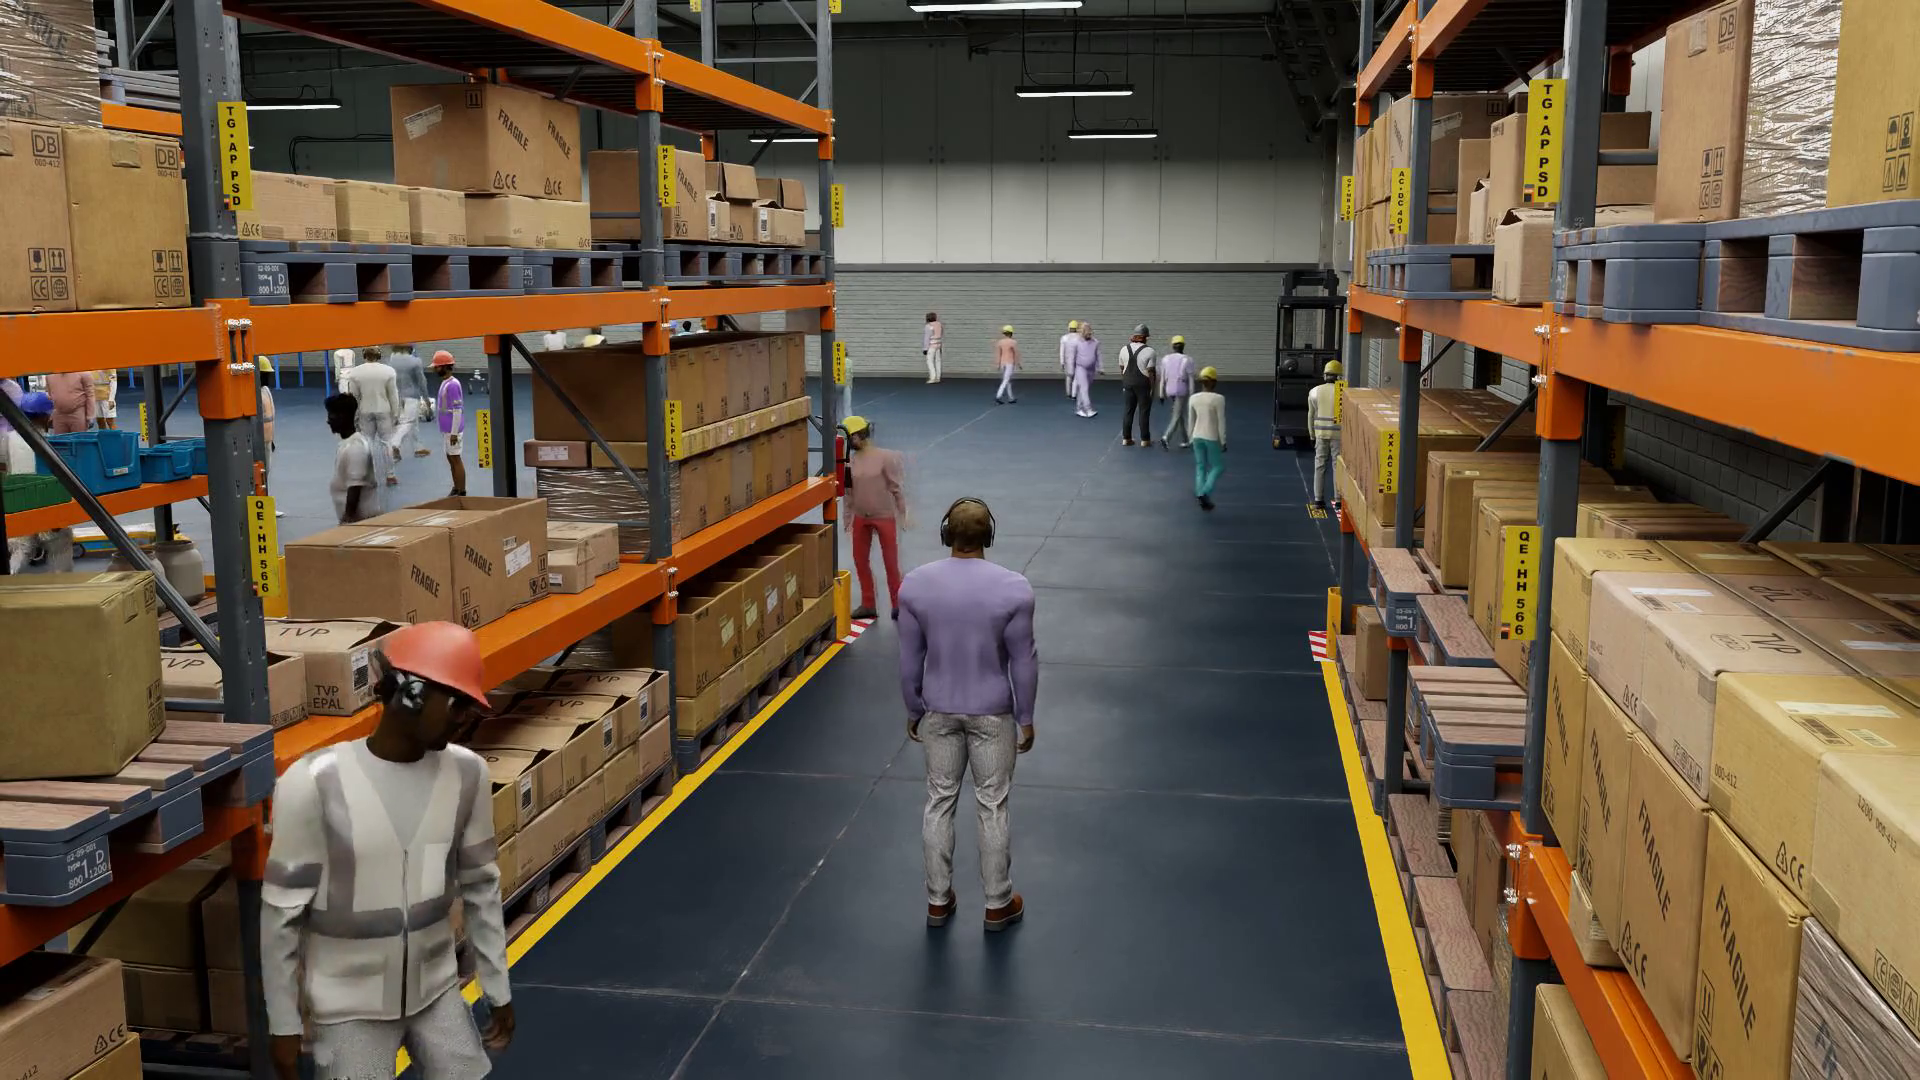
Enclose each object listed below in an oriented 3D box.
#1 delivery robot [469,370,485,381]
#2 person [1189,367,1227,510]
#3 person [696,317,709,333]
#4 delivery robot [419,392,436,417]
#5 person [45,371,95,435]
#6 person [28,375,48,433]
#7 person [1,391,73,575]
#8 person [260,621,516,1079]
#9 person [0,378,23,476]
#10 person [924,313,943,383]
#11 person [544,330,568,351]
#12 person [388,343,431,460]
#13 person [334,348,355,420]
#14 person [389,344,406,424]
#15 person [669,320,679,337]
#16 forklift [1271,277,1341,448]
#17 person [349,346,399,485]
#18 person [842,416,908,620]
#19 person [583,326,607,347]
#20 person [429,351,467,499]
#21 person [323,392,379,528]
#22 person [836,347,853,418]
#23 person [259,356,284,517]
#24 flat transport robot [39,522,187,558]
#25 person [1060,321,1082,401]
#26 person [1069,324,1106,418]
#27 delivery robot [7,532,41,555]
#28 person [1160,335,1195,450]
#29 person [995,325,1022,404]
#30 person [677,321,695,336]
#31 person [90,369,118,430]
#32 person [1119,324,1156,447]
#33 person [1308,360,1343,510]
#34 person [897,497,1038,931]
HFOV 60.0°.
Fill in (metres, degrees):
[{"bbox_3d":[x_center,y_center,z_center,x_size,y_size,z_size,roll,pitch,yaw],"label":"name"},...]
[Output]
[{"bbox_3d":[-11.518,-3.931,39.672,0.335,0.223,0.698,-4,10,-24],"label":"delivery robot"},{"bbox_3d":[3.018,-1.234,20.274,0.552,1.752,0.352,8,12,42],"label":"person"},{"bbox_3d":[-5.861,-4.236,38.477,0.545,1.873,0.340,1,9,8],"label":"person"},{"bbox_3d":[-10.542,-2.650,32.577,0.477,0.478,0.707,0,9,0],"label":"delivery robot"},{"bbox_3d":[-12.112,-1.685,22.621,0.644,1.907,0.399,0,9,-1],"label":"person"},{"bbox_3d":[-13.566,-2.058,24.819,0.545,1.941,0.350,-8,12,-42],"label":"person"},{"bbox_3d":[-7.806,-0.292,14.019,0.606,1.921,0.872,2,9,13],"label":"person"},{"bbox_3d":[-1.534,1.216,4.501,0.713,1.991,0.417,-8,12,-41],"label":"person"},{"bbox_3d":[-11.389,-1.244,19.704,0.706,1.975,0.435,2,9,13],"label":"person"},{"bbox_3d":[-0.711,-5.006,43.404,0.432,1.826,0.671,7,11,36],"label":"person"},{"bbox_3d":[-8.914,-3.948,36.807,0.555,1.828,0.743,-1,9,-5],"label":"person"},{"bbox_3d":[-8.631,-2.209,25.888,0.632,1.905,0.960,5,10,28],"label":"person"},{"bbox_3d":[-11.989,-3.143,32.444,0.314,1.636,0.515,4,10,23],"label":"person"},{"bbox_3d":[-10.726,-3.034,31.811,0.523,1.625,0.386,7,12,38],"label":"person"},{"bbox_3d":[-5.960,-3.525,33.910,0.732,1.931,0.622,-9,13,-44],"label":"person"},{"bbox_3d":[5.847,-3.016,27.970,1.129,2.768,1.873,1,9,9],"label":"forklift"},{"bbox_3d":[-7.975,-1.712,22.689,0.632,1.940,0.372,-2,9,-12],"label":"person"},{"bbox_3d":[-0.673,-0.169,13.842,0.686,1.721,0.342,4,10,24],"label":"person"},{"bbox_3d":[-7.770,-3.714,35.403,0.633,1.820,0.699,6,11,34],"label":"person"},{"bbox_3d":[-6.363,-1.386,20.692,0.374,1.933,0.550,-5,10,-27],"label":"person"},{"bbox_3d":[-4.987,-0.210,13.363,0.609,1.950,0.645,-5,10,-27],"label":"person"},{"bbox_3d":[-2.157,-2.743,30.117,0.515,1.590,0.864,-5,10,-27],"label":"person"},{"bbox_3d":[-8.219,-1.206,19.605,0.382,1.924,0.594,-1,9,-4],"label":"person"},{"bbox_3d":[-8.931,-0.006,17.428,1.431,0.197,0.652,-6,11,-31],"label":"flat transport robot"},{"bbox_3d":[2.564,-4.029,37.450,0.589,1.782,0.941,1,9,9],"label":"person"},{"bbox_3d":[2.542,-3.357,33.089,0.652,1.855,0.982,-6,11,-32],"label":"person"},{"bbox_3d":[-9.546,-0.045,16.509,0.477,0.478,0.707,7,12,37],"label":"delivery robot"},{"bbox_3d":[3.531,-2.416,27.277,0.610,1.869,0.908,7,12,38],"label":"person"},{"bbox_3d":[1.014,-3.863,36.623,0.520,1.736,0.875,8,12,42],"label":"person"},{"bbox_3d":[-6.674,-4.520,40.752,0.541,1.695,0.316,0,9,1],"label":"person"},{"bbox_3d":[-13.344,-2.225,25.850,0.543,1.939,0.360,4,10,26],"label":"person"},{"bbox_3d":[3.027,-2.586,27.899,0.679,2.000,0.536,7,11,36],"label":"person"},{"bbox_3d":[4.570,-1.292,20.423,0.586,1.834,0.403,6,11,35],"label":"person"},{"bbox_3d":[0.042,0.767,7.401,0.634,1.940,0.367,3,10,15],"label":"person"}]
